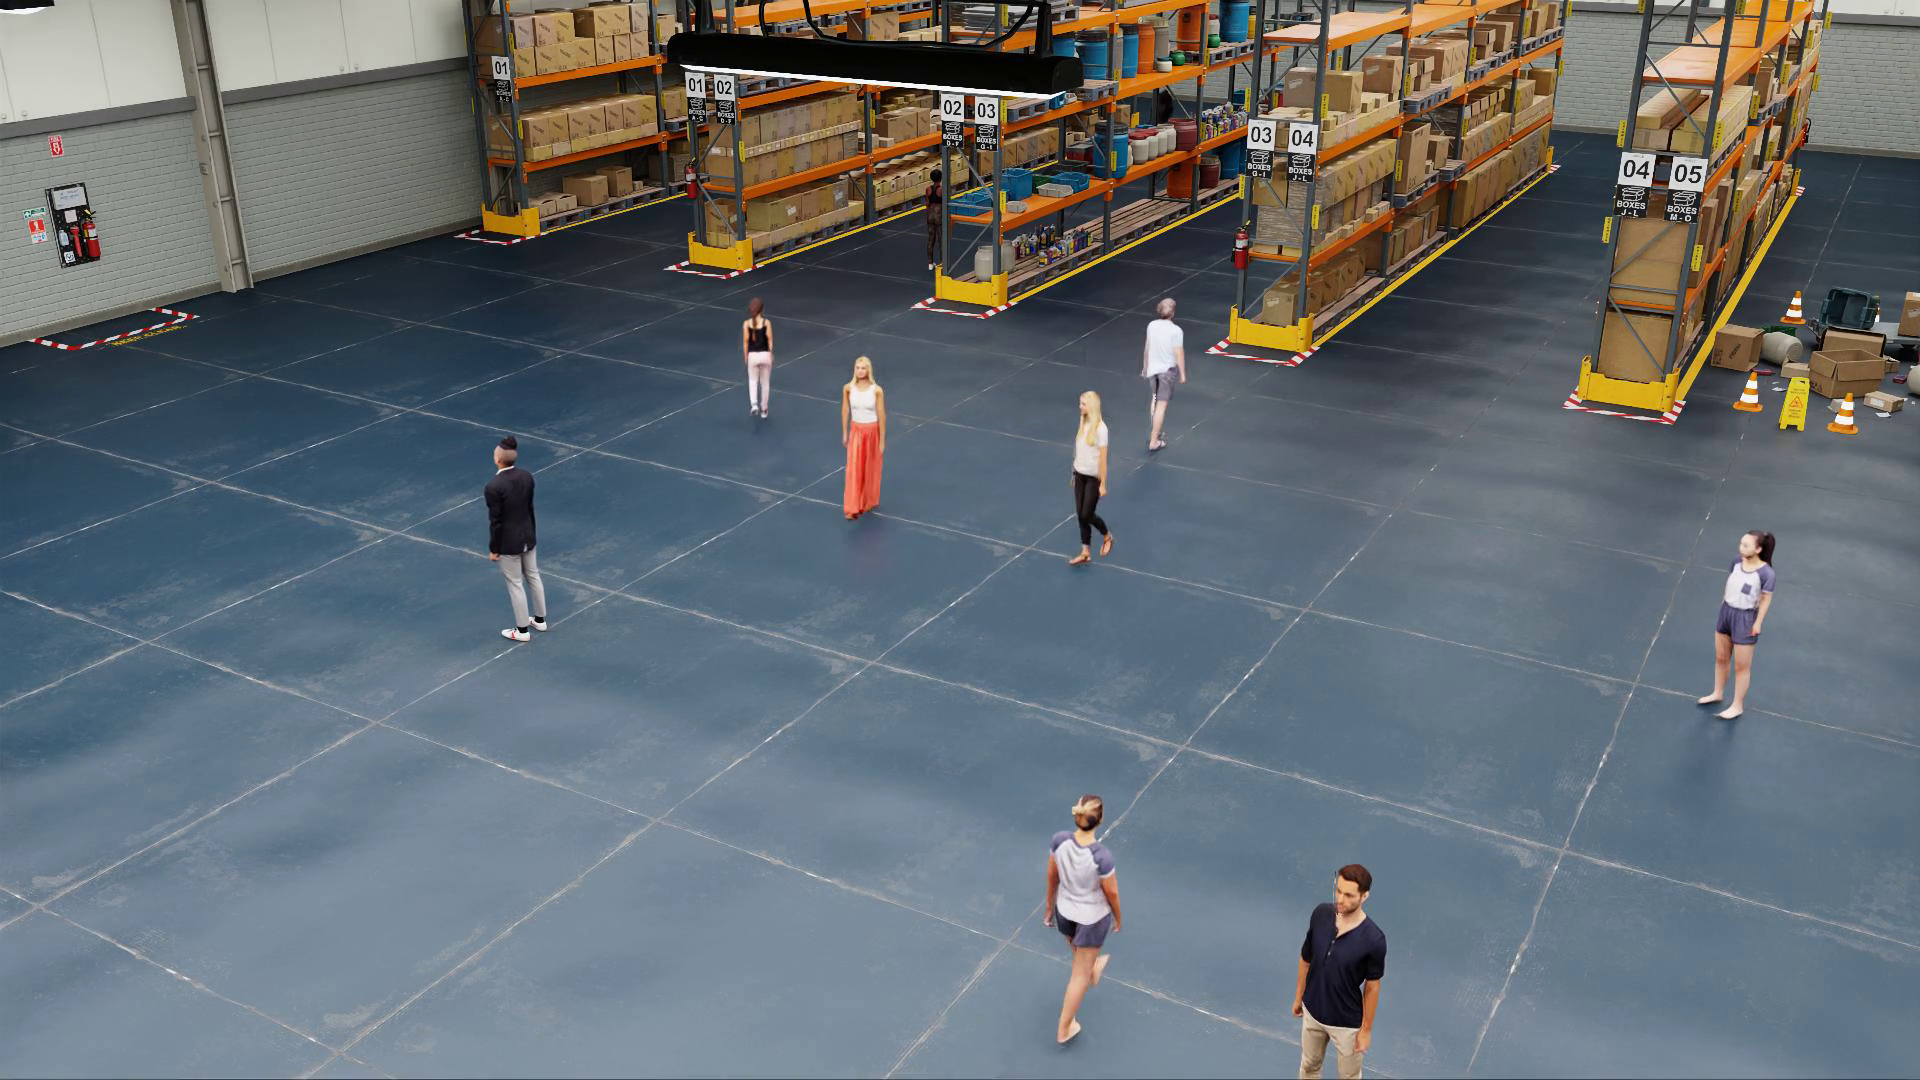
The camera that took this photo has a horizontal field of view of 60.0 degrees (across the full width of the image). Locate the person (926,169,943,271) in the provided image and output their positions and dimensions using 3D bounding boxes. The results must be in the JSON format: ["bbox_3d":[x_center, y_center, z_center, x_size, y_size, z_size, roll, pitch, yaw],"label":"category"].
[{"bbox_3d":[-0.389,-5.403,28.025,0.588,1.701,0.555,10,25,22],"label":"person"}]

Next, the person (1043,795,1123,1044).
[{"bbox_3d":[0.698,2.316,10.038,0.632,1.572,1.007,15,27,31],"label":"person"}]

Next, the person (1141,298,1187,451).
[{"bbox_3d":[2.343,-1.956,19.770,0.751,1.818,0.773,18,29,37],"label":"person"}]

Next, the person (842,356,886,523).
[{"bbox_3d":[-0.990,-1.119,17.864,0.932,1.768,1.256,4,23,8],"label":"person"}]

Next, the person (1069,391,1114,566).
[{"bbox_3d":[1.370,-0.619,16.626,0.850,1.817,0.782,-16,28,-33],"label":"person"}]

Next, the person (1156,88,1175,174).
[{"bbox_3d":[4.340,-8.784,35.918,0.753,1.745,1.166,7,24,16],"label":"person"}]

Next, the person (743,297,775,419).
[{"bbox_3d":[-2.511,-2.256,20.817,0.684,1.551,0.765,-2,23,-4],"label":"person"}]

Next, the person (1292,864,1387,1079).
[{"bbox_3d":[2.054,2.566,9.082,0.672,1.861,0.591,19,30,38],"label":"person"}]

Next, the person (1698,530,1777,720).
[{"bbox_3d":[6.475,0.679,13.789,0.710,1.650,0.666,-8,24,-18],"label":"person"}]

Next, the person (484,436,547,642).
[{"bbox_3d":[-4.023,-0.029,15.072,0.762,1.948,0.527,14,27,30],"label":"person"}]
